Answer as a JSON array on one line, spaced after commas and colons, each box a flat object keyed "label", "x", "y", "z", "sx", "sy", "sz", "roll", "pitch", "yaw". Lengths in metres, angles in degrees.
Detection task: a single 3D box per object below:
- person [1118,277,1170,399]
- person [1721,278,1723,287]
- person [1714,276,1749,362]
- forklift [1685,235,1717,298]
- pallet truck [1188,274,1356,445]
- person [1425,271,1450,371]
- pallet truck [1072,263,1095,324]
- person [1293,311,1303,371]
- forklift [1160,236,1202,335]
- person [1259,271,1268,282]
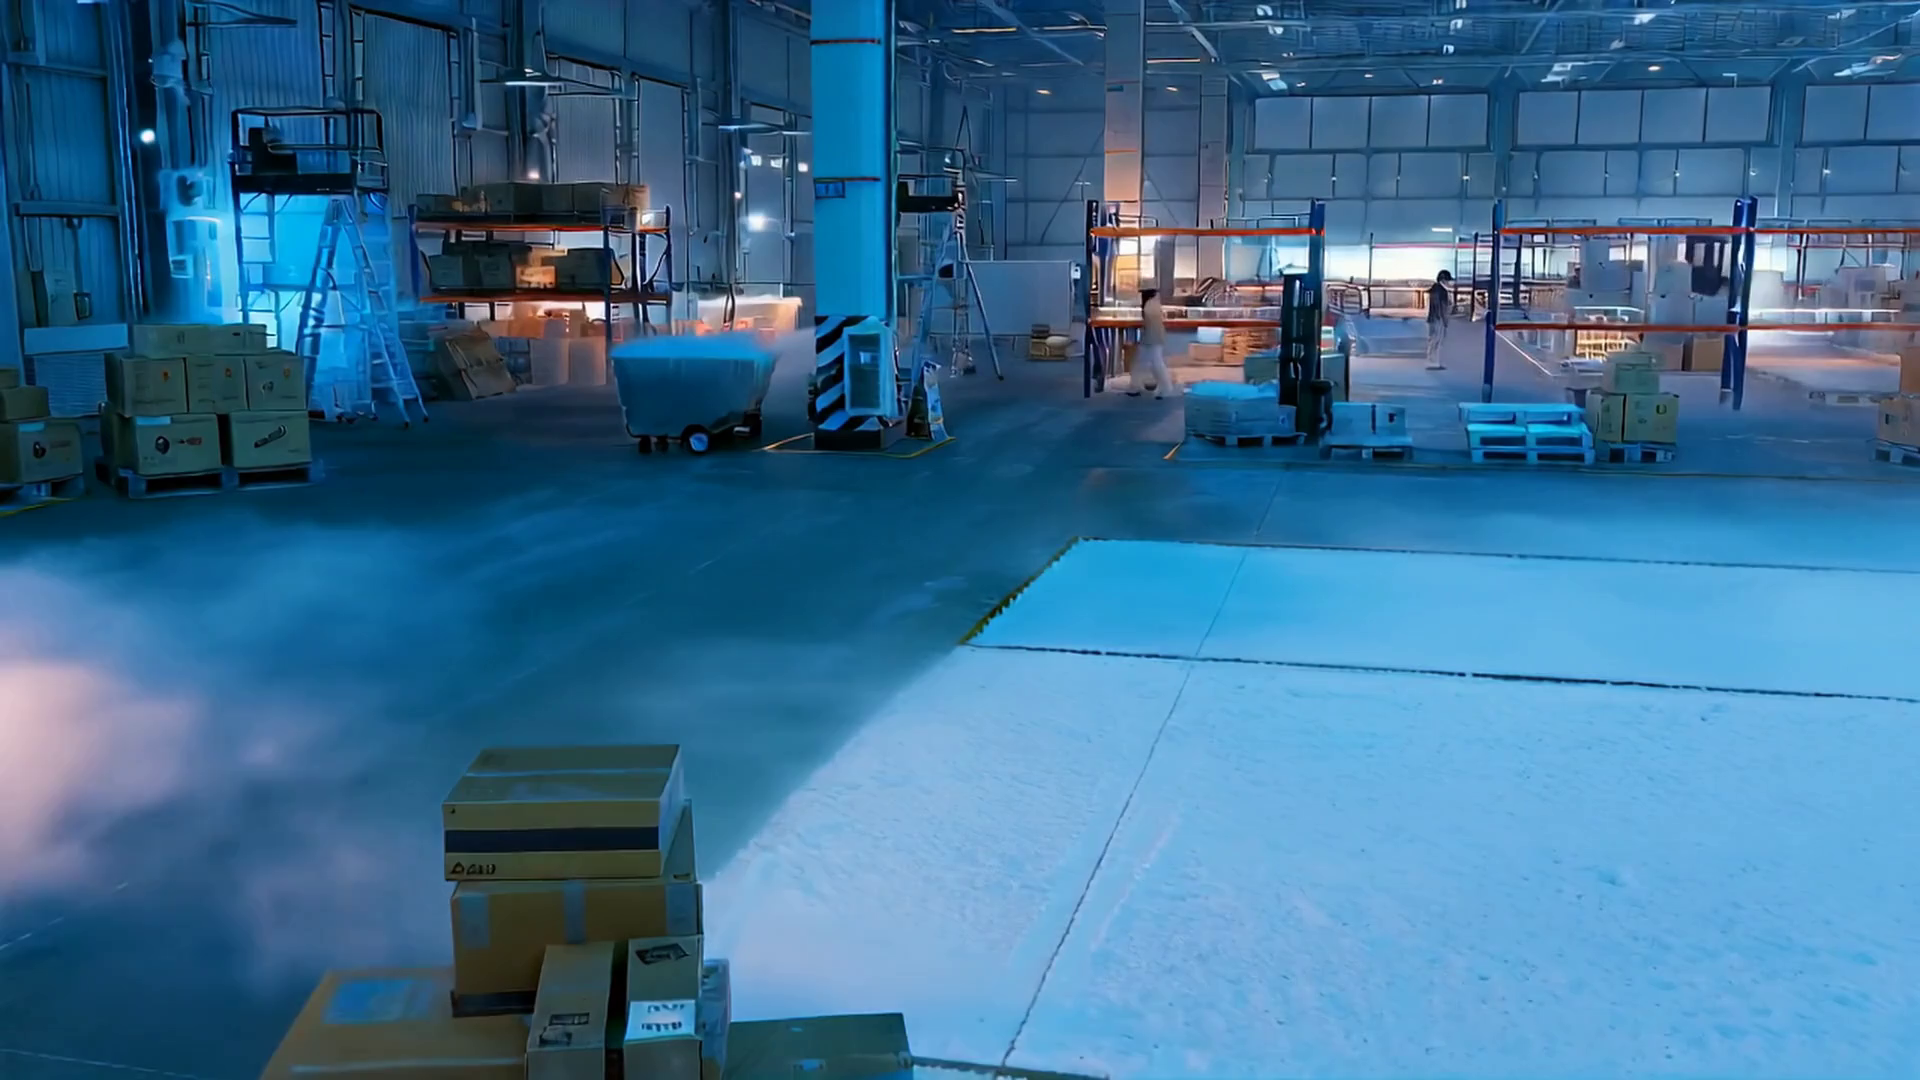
[{"label": "person", "x": 2.857, "y": -3.078, "z": 25.475, "sx": 0.897, "sy": 1.871, "sz": 0.584, "roll": -2, "pitch": 10, "yaw": -14}, {"label": "person", "x": 22.465, "y": -7.183, "z": 49.645, "sx": 0.649, "sy": 1.887, "sz": 1.037, "roll": 4, "pitch": 10, "yaw": 22}, {"label": "person", "x": 15.635, "y": -4.463, "z": 33.904, "sx": 0.945, "sy": 1.789, "sz": 0.667, "roll": 0, "pitch": 10, "yaw": -1}, {"label": "forklift", "x": 21.806, "y": -7.606, "z": 49.187, "sx": 1.873, "sy": 2.768, "sz": 1.129, "roll": -3, "pitch": 10, "yaw": -19}, {"label": "pallet truck", "x": 3.653, "y": -2.138, "z": 19.590, "sx": 1.885, "sy": 1.965, "sz": 0.823, "roll": -4, "pitch": 10, "yaw": -20}, {"label": "person", "x": 9.215, "y": -4.211, "z": 32.020, "sx": 0.389, "sy": 1.931, "sz": 0.622, "roll": 9, "pitch": 13, "yaw": 42}, {"label": "pallet truck", "x": 4.325, "y": -8.180, "z": 55.162, "sx": 0.823, "sy": 1.965, "sz": 1.885, "roll": 6, "pitch": 11, "yaw": 31}, {"label": "person", "x": 6.612, "y": -4.098, "z": 31.909, "sx": 0.333, "sy": 1.733, "sz": 0.500, "roll": 6, "pitch": 11, "yaw": 33}, {"label": "forklift", "x": 5.866, "y": -7.214, "z": 46.878, "sx": 1.873, "sy": 2.768, "sz": 1.129, "roll": 2, "pitch": 10, "yaw": 14}, {"label": "person", "x": 10.887, "y": -8.759, "z": 59.454, "sx": 0.530, "sy": 1.697, "sz": 0.321, "roll": -5, "pitch": 11, "yaw": -29}]
